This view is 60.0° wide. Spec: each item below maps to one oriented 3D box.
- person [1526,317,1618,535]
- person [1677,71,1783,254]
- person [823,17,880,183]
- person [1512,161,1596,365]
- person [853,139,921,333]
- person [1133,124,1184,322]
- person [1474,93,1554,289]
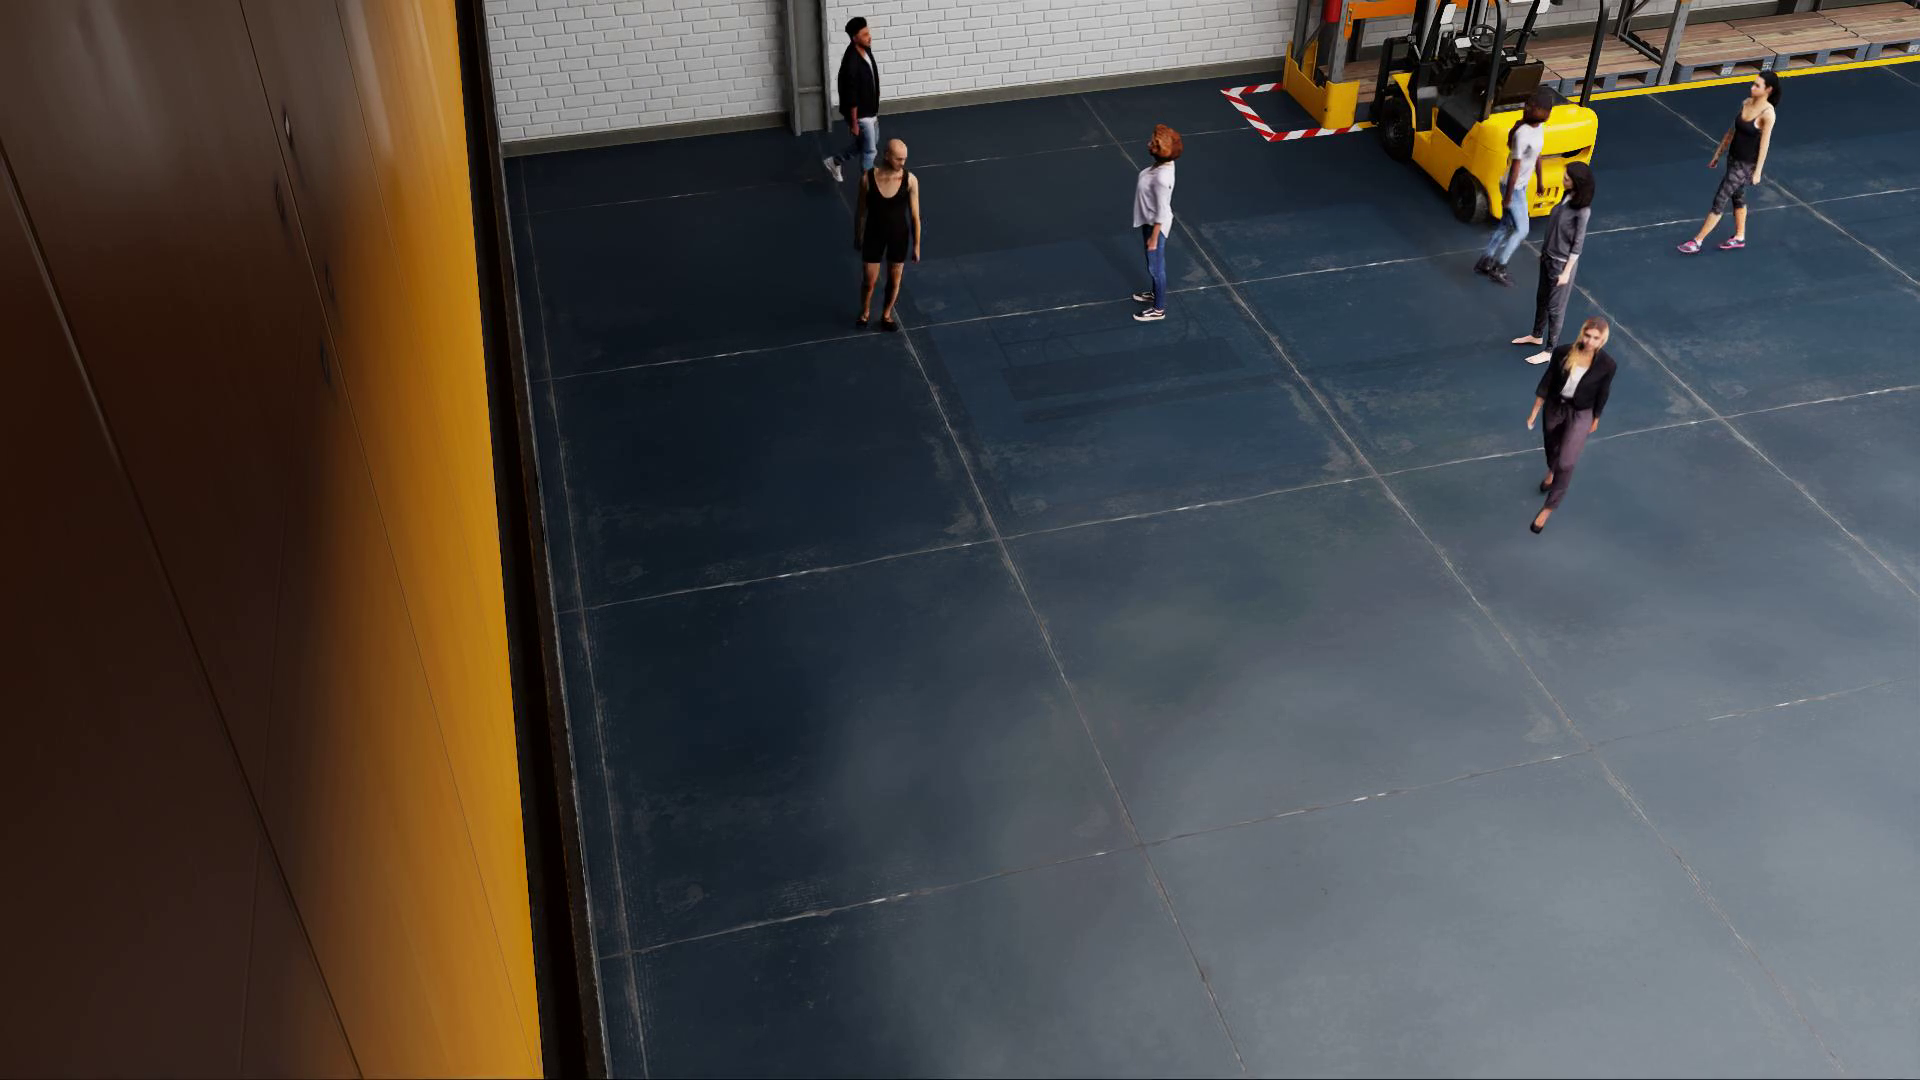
[{"bbox_3d":[4.358,-0.906,11.903,1.019,1.624,1.123,24,44,27],"label":"person"},{"bbox_3d":[7.106,-3.376,14.930,0.961,1.706,0.645,-7,39,-8],"label":"person"},{"bbox_3d":[-1.014,-4.091,15.757,1.076,1.791,0.951,9,39,11],"label":"person"},{"bbox_3d":[4.875,-2.265,13.496,0.568,1.760,0.634,-3,39,-4],"label":"person"},{"bbox_3d":[-0.642,-2.523,13.806,0.598,1.776,0.804,4,39,5],"label":"person"},{"bbox_3d":[1.674,-2.694,14.072,0.721,1.711,0.731,3,39,4],"label":"person"},{"bbox_3d":[4.800,-3.102,14.593,0.851,1.699,0.787,26,45,29],"label":"person"}]
